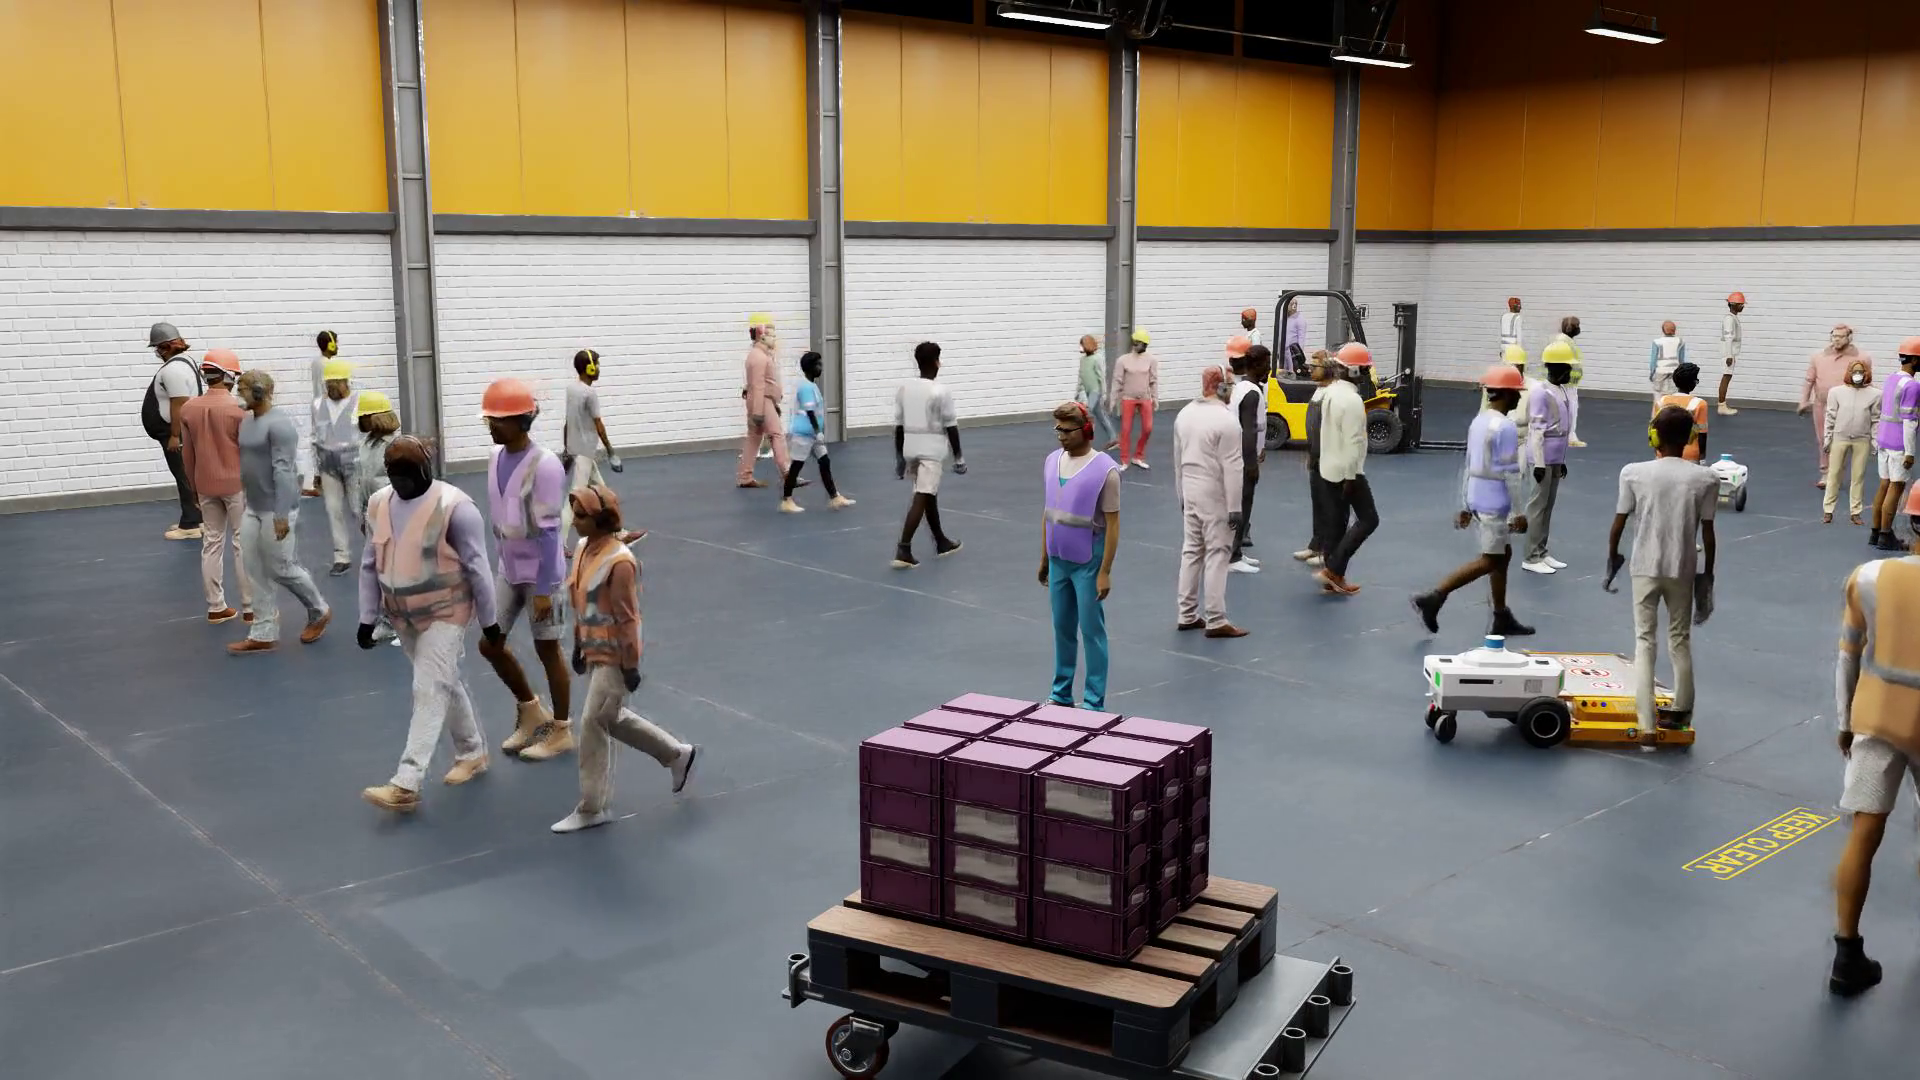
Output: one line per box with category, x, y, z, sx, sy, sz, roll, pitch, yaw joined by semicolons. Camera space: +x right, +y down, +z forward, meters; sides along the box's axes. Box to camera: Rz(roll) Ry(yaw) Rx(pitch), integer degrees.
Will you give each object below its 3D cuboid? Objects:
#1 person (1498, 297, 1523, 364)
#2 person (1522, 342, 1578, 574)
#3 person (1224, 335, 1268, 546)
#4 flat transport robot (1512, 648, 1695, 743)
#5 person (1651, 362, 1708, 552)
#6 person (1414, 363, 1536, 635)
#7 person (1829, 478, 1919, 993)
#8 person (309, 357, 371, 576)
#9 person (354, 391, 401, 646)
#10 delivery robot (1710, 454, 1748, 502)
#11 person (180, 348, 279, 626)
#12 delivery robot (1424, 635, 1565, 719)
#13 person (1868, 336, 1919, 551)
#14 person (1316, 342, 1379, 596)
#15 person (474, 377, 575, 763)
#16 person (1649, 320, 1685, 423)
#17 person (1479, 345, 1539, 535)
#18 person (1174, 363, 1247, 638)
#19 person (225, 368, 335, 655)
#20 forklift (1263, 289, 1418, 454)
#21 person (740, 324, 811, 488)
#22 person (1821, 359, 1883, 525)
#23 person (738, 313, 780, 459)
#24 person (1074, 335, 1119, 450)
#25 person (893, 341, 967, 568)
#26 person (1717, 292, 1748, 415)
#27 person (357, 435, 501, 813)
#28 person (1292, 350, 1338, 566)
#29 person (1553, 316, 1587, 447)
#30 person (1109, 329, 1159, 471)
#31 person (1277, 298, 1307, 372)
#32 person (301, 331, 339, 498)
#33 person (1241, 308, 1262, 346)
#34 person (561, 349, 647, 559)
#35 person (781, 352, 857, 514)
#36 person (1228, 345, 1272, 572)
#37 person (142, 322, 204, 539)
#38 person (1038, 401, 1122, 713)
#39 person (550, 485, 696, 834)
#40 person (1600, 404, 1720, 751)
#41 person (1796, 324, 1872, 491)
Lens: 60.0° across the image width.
person;10.066;-3.482;30.388;0.362;1.883;0.575;-4;10;-20
person;4.938;-0.692;13.918;0.370;1.929;0.585;7;12;37
person;2.510;-0.897;15.117;0.542;1.931;0.375;2;10;13
flat transport robot;3.661;0.875;9.589;0.652;0.197;1.431;1;10;5
person;6.431;-0.738;14.855;0.315;1.698;0.541;-6;11;-31
person;3.580;-0.261;11.451;0.832;1.915;0.537;0;10;-2
person;3.489;0.671;6.075;0.980;1.884;0.561;-9;13;-41
person;-5.100;-0.628;13.877;0.604;1.811;0.638;1;10;6
person;-3.914;-0.147;11.299;0.484;1.737;0.321;5;11;28
delivery robot;8.024;-0.655;17.445;0.477;0.478;0.707;7;12;34
person;-5.229;-0.374;11.886;0.608;1.987;0.388;2;10;12
delivery robot;2.920;0.766;9.125;0.707;0.478;0.477;1;10;5
person;8.466;-0.862;14.935;0.390;1.930;0.539;1;10;8
person;2.993;-0.534;12.850;0.433;1.982;0.618;-2;10;-12
person;-2.236;0.170;8.594;0.622;2.022;0.504;8;12;38
person;11.078;-2.616;26.047;0.521;1.638;0.314;1;10;8
person;5.322;-0.990;16.091;0.594;1.799;0.927;4;11;24
person;1.765;-0.278;11.567;0.403;1.904;0.651;-5;11;-28
person;-4.579;-0.190;11.121;0.691;1.907;0.719;8;13;40
forklift;5.034;-2.339;22.783;2.313;2.155;1.214;3;10;16
person;-2.105;-1.506;18.863;0.895;1.874;0.647;-2;10;-12
person;8.778;-0.965;16.376;0.498;1.634;0.280;4;10;22
person;-2.648;-1.986;21.576;0.811;1.897;0.606;-5;11;-26
person;1.818;-1.984;22.492;0.863;1.585;0.509;-4;11;-23
person;-0.288;-0.734;14.228;0.602;1.919;1.021;9;13;42
person;12.848;-3.099;27.681;0.379;2.041;0.614;5;11;27
person;-2.613;0.386;8.035;0.643;1.789;0.963;5;11;26
person;3.093;-0.698;14.197;0.343;1.847;0.507;-2;10;-9
person;8.292;-2.193;23.018;0.752;1.823;0.623;6;11;32
person;2.132;-1.717;20.465;0.649;1.744;0.316;-3;10;-15
person;5.794;-3.307;29.291;0.407;1.910;0.640;-5;11;-26
person;-6.877;-1.382;18.278;0.551;1.823;0.896;8;13;40
person;4.174;-2.389;23.975;0.356;1.887;0.572;0;10;0
person;-3.212;-0.753;14.603;0.976;1.819;0.519;-6;11;-30
person;-1.461;-1.089;17.022;0.842;1.661;0.551;1;10;7
person;2.396;-0.686;13.974;0.401;1.906;0.602;1;10;7
person;-7.356;-1.030;15.570;0.535;2.000;0.682;-2;10;-14
person;0.669;0.134;9.346;0.389;1.838;0.563;-8;12;-39
person;-1.565;0.525;7.713;0.706;1.606;0.521;-6;12;-32
person;3.768;0.199;8.962;0.521;1.845;0.620;3;10;16
person;9.788;-1.478;18.703;0.924;1.871;0.660;-9;13;-44
